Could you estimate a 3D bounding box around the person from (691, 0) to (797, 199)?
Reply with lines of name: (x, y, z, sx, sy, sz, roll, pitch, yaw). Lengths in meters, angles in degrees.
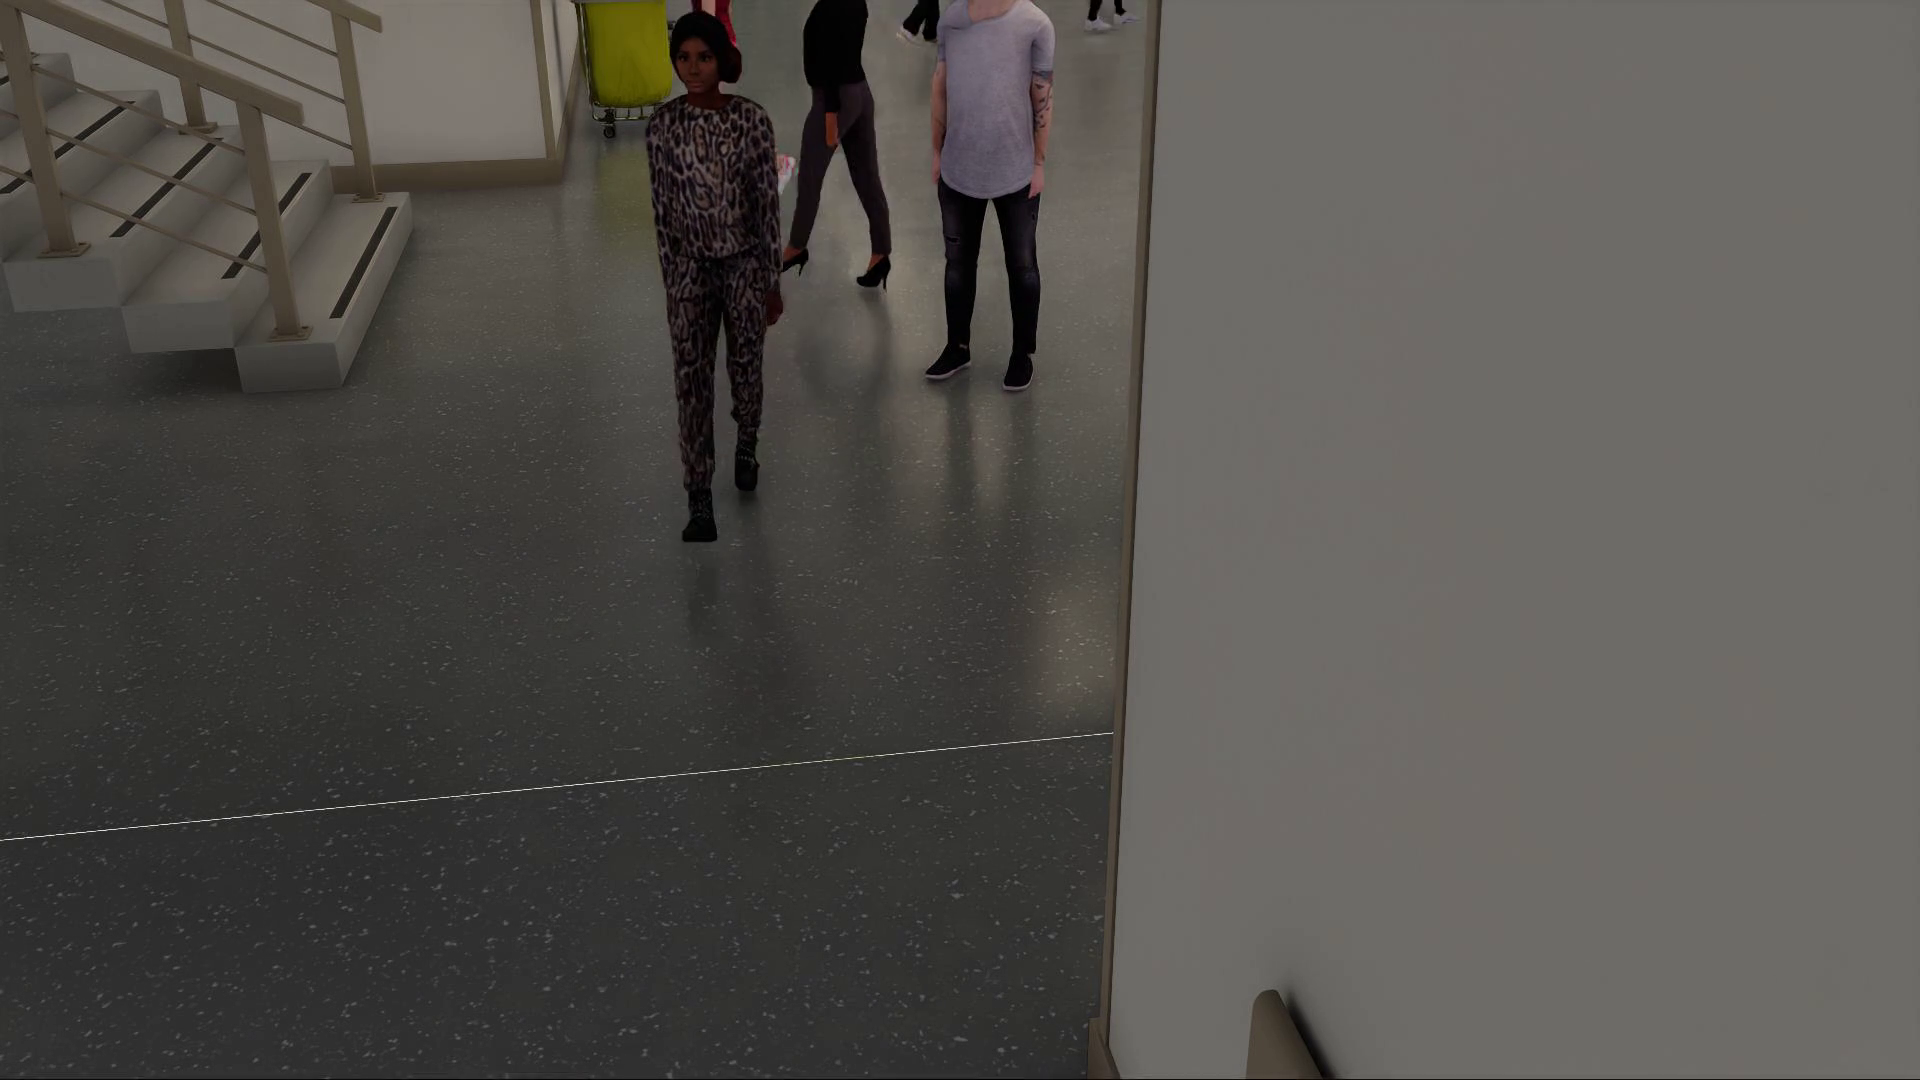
person: (-1.309, -2.711, 9.320, 1.029, 1.732, 0.717, 2, 26, 4)

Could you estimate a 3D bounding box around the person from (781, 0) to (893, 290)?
person: (-0.479, -1.984, 7.908, 1.018, 1.648, 0.918, 12, 28, 24)

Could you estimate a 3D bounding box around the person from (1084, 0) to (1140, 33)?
person: (1.289, -5.513, 15.110, 1.000, 1.749, 0.833, -15, 29, -28)

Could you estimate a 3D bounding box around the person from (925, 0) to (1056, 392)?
person: (0.126, -1.535, 6.759, 0.704, 1.838, 0.816, 9, 27, 19)

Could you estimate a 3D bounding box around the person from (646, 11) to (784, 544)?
person: (-0.781, -0.877, 5.588, 1.101, 1.670, 0.789, 0, 26, 0)
